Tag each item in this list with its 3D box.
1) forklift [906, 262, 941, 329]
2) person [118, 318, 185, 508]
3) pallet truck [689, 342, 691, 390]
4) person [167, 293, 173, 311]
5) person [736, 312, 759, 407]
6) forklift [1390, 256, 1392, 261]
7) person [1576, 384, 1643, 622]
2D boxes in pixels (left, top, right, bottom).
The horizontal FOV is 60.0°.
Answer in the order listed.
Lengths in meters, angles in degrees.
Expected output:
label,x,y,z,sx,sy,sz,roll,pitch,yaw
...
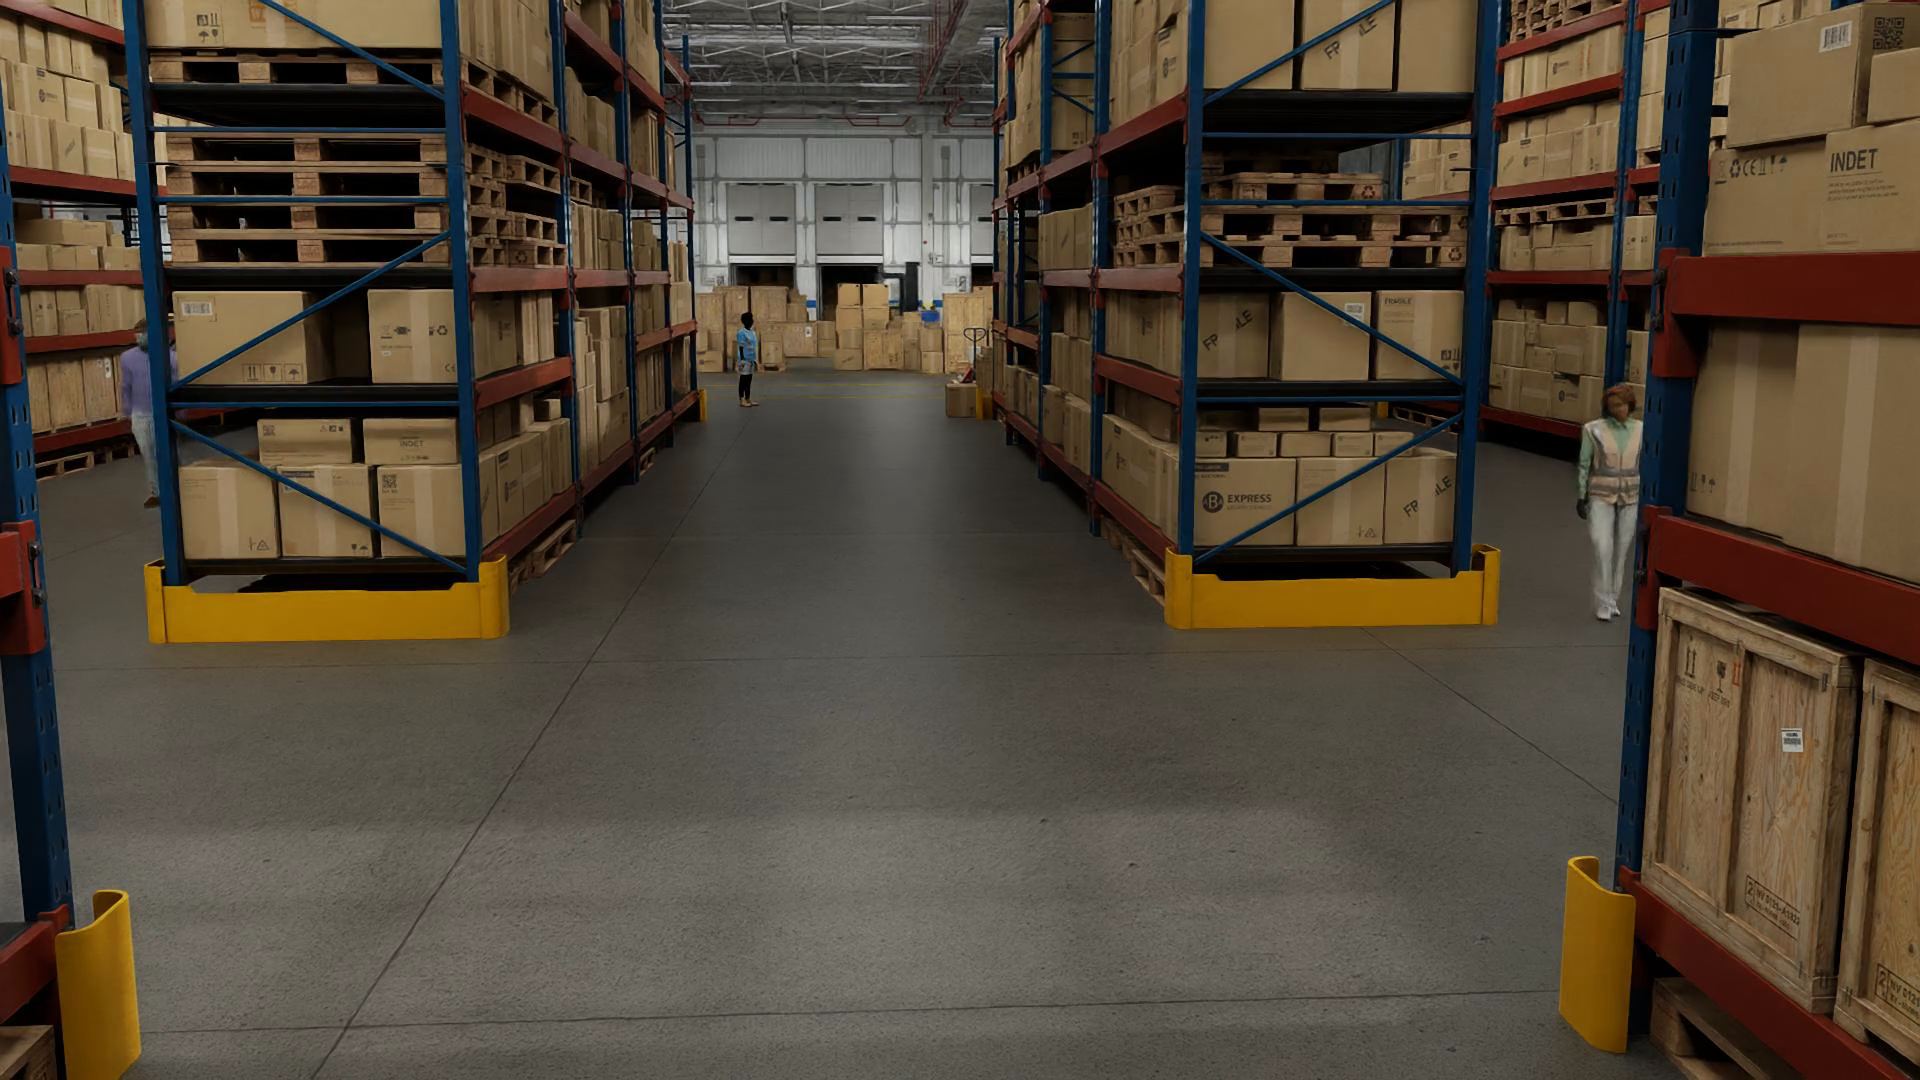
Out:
label,x,y,z,sx,sy,sz,roll,pitch,yaw
forklift,-1.636,-8.344,58.222,1.873,2.768,1.129,1,9,8
person,-8.206,-1.283,16.884,0.633,1.924,0.463,1,9,8
pallet truck,-5.225,-3.008,27.480,1.885,1.965,0.823,2,9,14
person,-29.666,-8.601,62.657,0.404,1.987,0.608,-2,9,-11
person,-3.807,-3.227,29.792,0.320,1.697,0.531,3,10,20
forklift,10.440,-5.427,39.904,1.129,2.768,1.873,-1,9,-4
person,4.497,-0.247,11.325,0.544,1.604,0.694,2,9,10
